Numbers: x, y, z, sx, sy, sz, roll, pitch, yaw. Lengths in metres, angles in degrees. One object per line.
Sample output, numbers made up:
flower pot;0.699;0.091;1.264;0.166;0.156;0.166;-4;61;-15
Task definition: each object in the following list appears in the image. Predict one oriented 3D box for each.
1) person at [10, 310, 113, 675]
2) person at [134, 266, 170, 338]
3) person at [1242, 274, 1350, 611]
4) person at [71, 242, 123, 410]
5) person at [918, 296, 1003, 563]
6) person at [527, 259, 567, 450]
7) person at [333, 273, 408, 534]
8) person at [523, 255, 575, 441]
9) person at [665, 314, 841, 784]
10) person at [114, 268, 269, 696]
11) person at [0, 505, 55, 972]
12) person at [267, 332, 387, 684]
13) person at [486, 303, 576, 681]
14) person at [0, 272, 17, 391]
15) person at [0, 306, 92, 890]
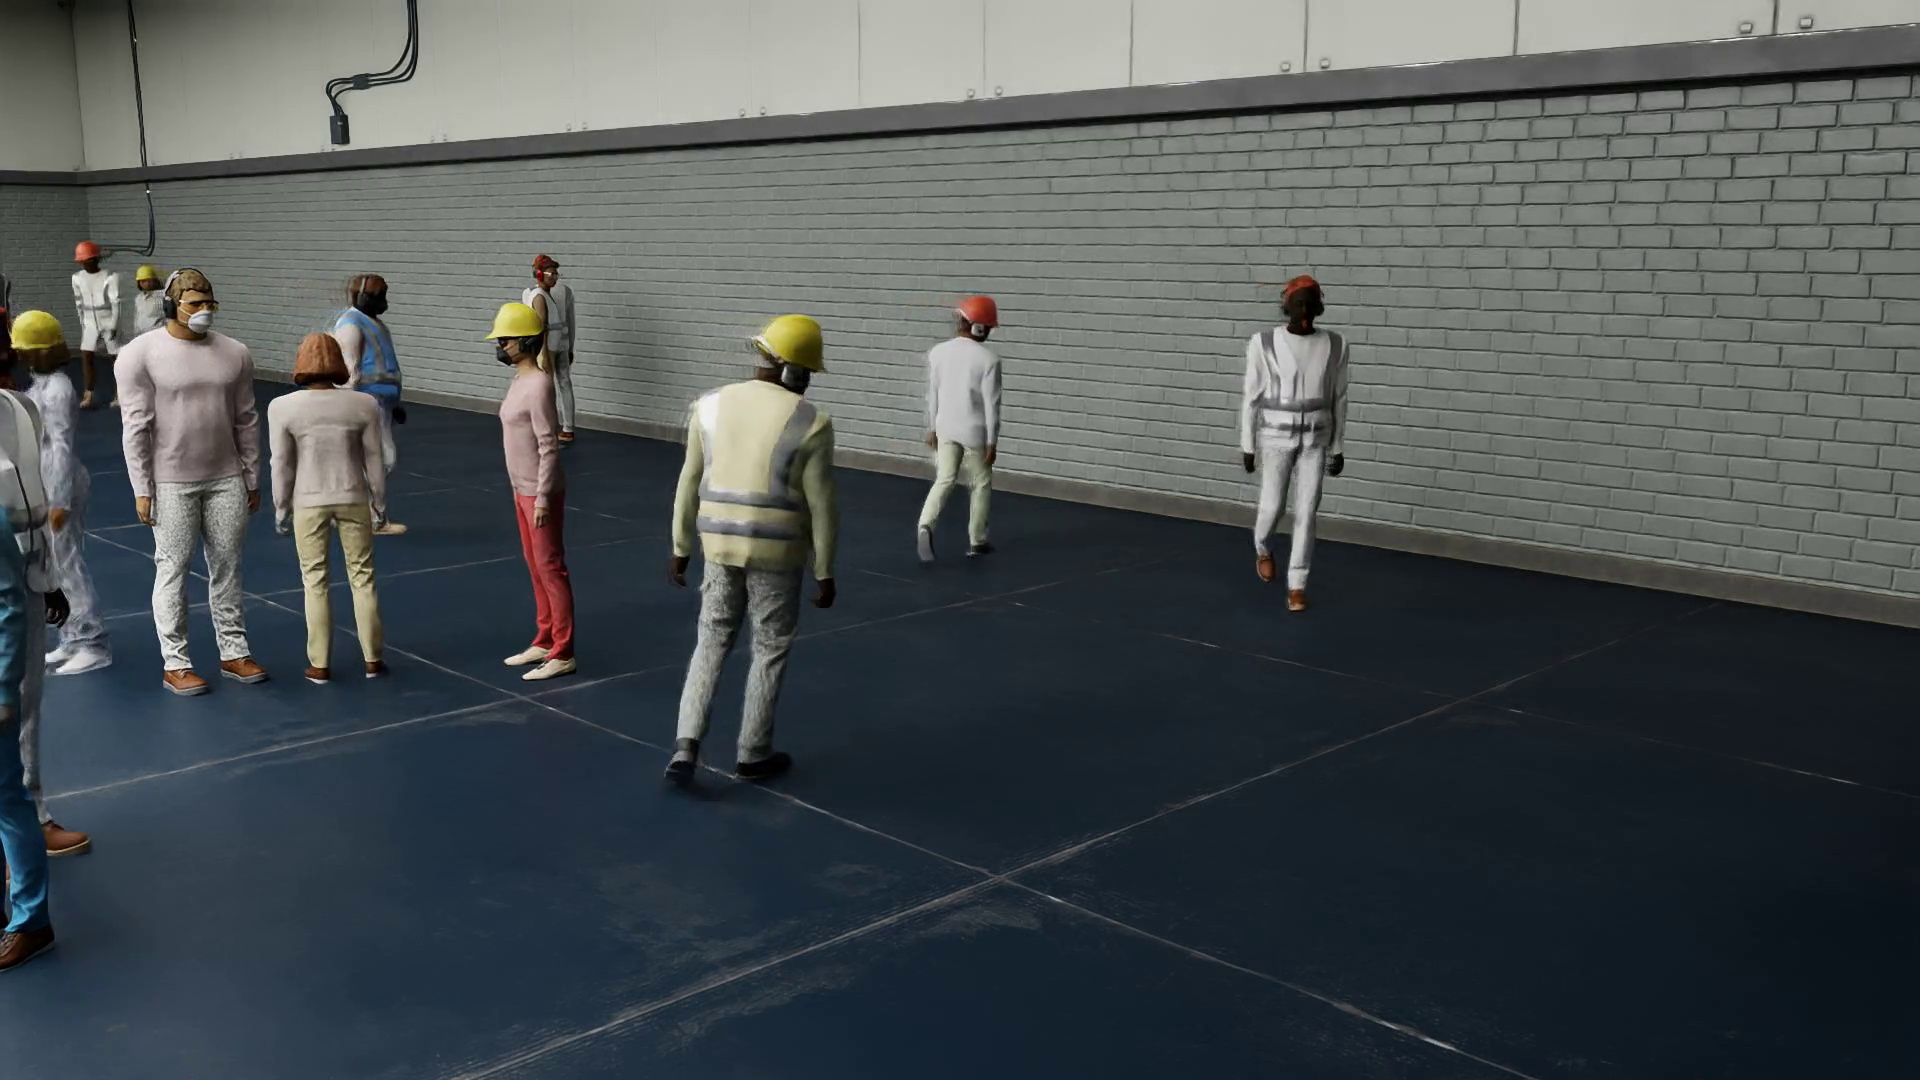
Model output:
person;-4.291;-0.219;7.933;0.342;1.720;0.529;-7;13;-34
person;-9.284;-2.293;19.202;0.495;1.734;0.411;4;11;22
person;1.870;-0.561;9.379;0.589;1.865;0.615;0;10;-1
person;-10.272;-2.537;19.815;0.615;1.992;0.923;0;10;-2
person;0.002;-0.694;10.601;0.588;1.709;0.793;6;12;31
person;-4.058;-1.804;16.227;0.396;1.841;0.565;-2;11;-9
person;-4.085;-0.918;11.461;0.485;1.823;0.627;-1;10;-6
person;-4.114;-1.909;16.683;0.574;1.884;0.360;-10;14;-44
person;-0.780;0.056;6.245;0.645;1.787;0.642;4;11;21
person;-3.481;-0.265;7.597;0.374;1.933;0.625;8;13;38
person;-2.826;0.411;4.712;0.507;1.632;0.273;6;12;31
person;-2.933;-0.146;7.756;0.507;1.631;0.268;-5;12;-26
person;-2.017;-0.223;7.811;0.331;1.768;0.527;-5;12;-26
person;-10.433;-2.203;17.846;0.378;2.045;0.605;1;10;6
person;-3.119;0.166;5.364;0.337;1.882;0.584;2;11;9
